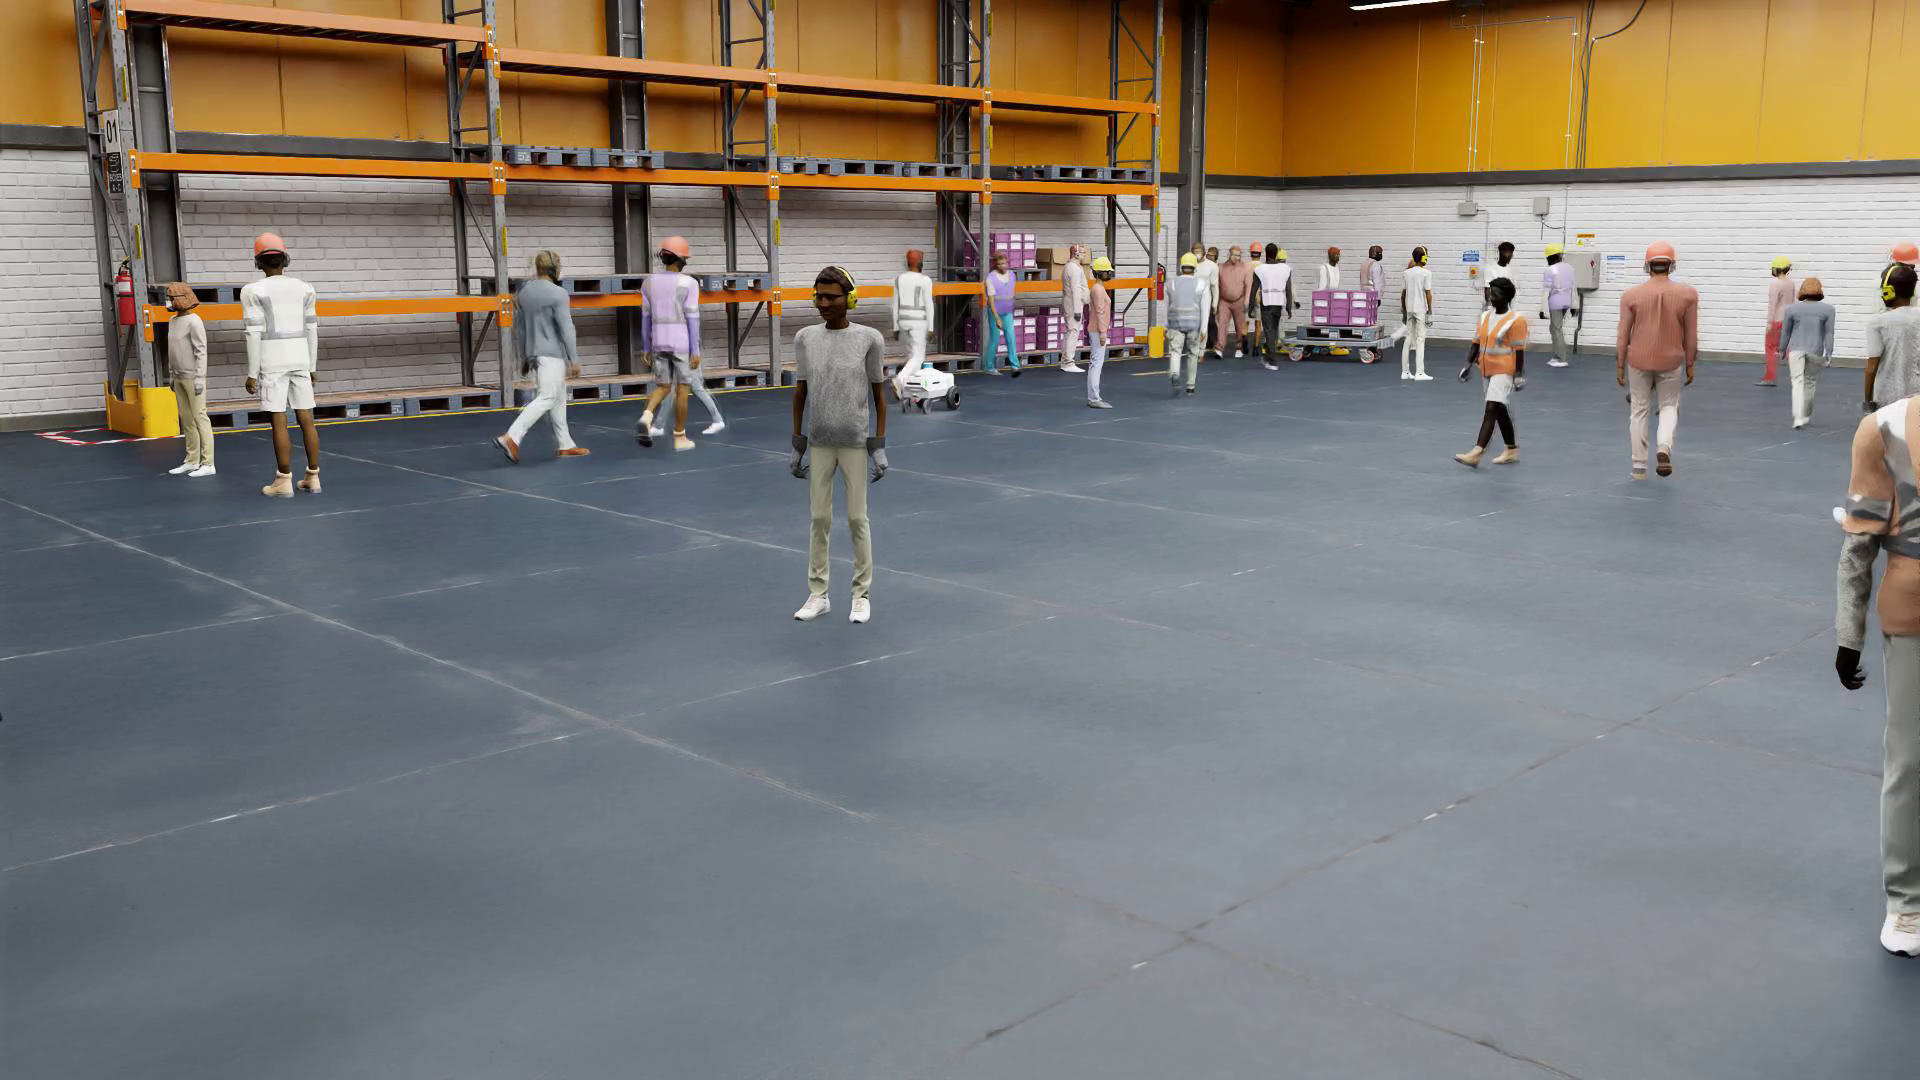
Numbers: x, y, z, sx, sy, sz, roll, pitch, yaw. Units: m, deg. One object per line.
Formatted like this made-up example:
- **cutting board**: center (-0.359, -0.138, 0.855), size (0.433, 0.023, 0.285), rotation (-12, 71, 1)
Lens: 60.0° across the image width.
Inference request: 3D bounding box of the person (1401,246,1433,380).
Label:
- **person**: center (6.414, -3.172, 23.308), size (0.328, 1.872, 0.514), rotation (-8, 13, -37)

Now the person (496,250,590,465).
- **person**: center (-3.747, -1.623, 14.794), size (0.639, 1.904, 0.965), rotation (9, 14, 42)

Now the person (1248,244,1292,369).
- **person**: center (4.688, -3.562, 25.384), size (0.625, 1.880, 0.910), rotation (-2, 11, -13)

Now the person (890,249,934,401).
- **person**: center (-0.604, -2.605, 20.264), size (0.583, 1.862, 0.820), rotation (8, 13, 37)

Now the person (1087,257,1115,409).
- **person**: center (1.649, -2.427, 19.530), size (0.309, 1.769, 0.525), rotation (0, 10, 0)

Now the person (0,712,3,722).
- **person**: center (-4.189, -0.137, 6.616), size (0.552, 1.922, 0.474), rotation (10, 14, 44)

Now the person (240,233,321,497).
- **person**: center (-5.271, -1.348, 12.901), size (0.394, 2.040, 0.608), rotation (8, 13, 36)

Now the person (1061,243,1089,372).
- **person**: center (1.718, -3.439, 24.692), size (0.397, 1.900, 0.646), rotation (-1, 10, -6)

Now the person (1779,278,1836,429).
- **person**: center (8.931, -1.974, 17.565), size (0.502, 1.580, 0.870), rotation (4, 11, 21)

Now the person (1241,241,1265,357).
- **person**: center (4.878, -3.994, 27.648), size (0.552, 1.919, 0.605), rotation (3, 11, 14)

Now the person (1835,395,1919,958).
- **person**: center (2.775, 0.231, 4.638), size (0.611, 1.908, 0.443), rotation (5, 12, 26)

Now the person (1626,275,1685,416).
- **person**: center (7.874, -2.350, 18.795), size (0.553, 1.874, 1.010), rotation (-3, 11, -16)

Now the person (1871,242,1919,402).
- **person**: center (9.723, -2.107, 17.274), size (0.669, 1.951, 0.475), rotation (-7, 12, -32)

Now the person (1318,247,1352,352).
- **person**: center (6.354, -4.145, 28.779), size (0.585, 1.829, 1.019), rotation (-8, 13, -38)

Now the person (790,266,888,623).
- **person**: center (-0.637, -0.492, 8.706), size (0.535, 1.864, 0.309), rotation (2, 11, 12)

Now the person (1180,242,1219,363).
- **person**: center (3.830, -3.805, 26.617), size (0.644, 1.922, 0.530), rotation (3, 11, 14)

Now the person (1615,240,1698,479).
- **person**: center (5.717, -1.465, 13.683), size (0.634, 1.983, 0.539), rotation (3, 11, 17)

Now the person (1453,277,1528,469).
- **person**: center (4.637, -1.458, 14.524), size (0.806, 1.654, 0.540), rotation (-4, 11, -20)

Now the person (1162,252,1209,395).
- **person**: center (2.826, -2.700, 20.892), size (0.595, 1.814, 0.722), rotation (2, 11, 13)

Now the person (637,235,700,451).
- **person**: center (-2.708, -1.806, 15.450), size (0.605, 2.023, 0.662), rotation (5, 11, 23)

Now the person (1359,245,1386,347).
- **person**: center (7.375, -4.334, 29.725), size (0.429, 1.839, 0.633), rotation (-2, 11, -10)

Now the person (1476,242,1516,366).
- **person**: center (8.215, -3.556, 25.268), size (0.623, 1.901, 1.036), rotation (-3, 11, -15)

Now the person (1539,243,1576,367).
- **person**: center (9.161, -3.606, 25.616), size (0.638, 1.886, 0.648), rotation (-6, 12, -31)

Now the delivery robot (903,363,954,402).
- **delivery robot**: center (-0.364, -1.797, 19.139), size (0.477, 0.478, 0.707), rotation (5, 12, 27)

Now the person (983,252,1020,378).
- **person**: center (0.607, -3.197, 23.694), size (0.617, 1.777, 0.829), rotation (-7, 13, -34)

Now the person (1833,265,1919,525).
- **person**: center (6.150, -0.888, 10.986), size (0.534, 1.818, 0.969), rotation (1, 10, 6)

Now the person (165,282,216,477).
- **person**: center (-6.521, -1.353, 14.032), size (0.505, 1.633, 0.279), rotation (8, 13, 37)

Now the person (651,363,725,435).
- **person**: center (-2.796, -1.844, 16.832), size (0.865, 1.588, 0.518), rotation (-4, 11, -23)

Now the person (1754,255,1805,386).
- **person**: center (10.983, -2.913, 22.194), size (0.537, 1.753, 0.530), rotation (-7, 12, -32)

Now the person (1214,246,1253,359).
- **person**: center (4.479, -3.886, 27.291), size (0.660, 1.842, 1.034), rotation (4, 11, 20)

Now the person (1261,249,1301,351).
- **person**: center (5.525, -4.110, 28.656), size (0.601, 1.779, 0.940), rotation (-9, 14, -41)

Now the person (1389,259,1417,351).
- **person**: center (7.835, -4.100, 29.026), size (0.658, 1.613, 0.519), rotation (-1, 10, -5)

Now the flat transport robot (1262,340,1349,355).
- **flat transport robot**: center (5.849, -3.271, 28.210), size (1.431, 0.197, 0.652), rotation (2, 11, 9)

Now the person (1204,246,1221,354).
- **person**: center (4.272, -4.088, 28.419), size (0.406, 1.832, 0.565), rotation (-6, 12, -29)
